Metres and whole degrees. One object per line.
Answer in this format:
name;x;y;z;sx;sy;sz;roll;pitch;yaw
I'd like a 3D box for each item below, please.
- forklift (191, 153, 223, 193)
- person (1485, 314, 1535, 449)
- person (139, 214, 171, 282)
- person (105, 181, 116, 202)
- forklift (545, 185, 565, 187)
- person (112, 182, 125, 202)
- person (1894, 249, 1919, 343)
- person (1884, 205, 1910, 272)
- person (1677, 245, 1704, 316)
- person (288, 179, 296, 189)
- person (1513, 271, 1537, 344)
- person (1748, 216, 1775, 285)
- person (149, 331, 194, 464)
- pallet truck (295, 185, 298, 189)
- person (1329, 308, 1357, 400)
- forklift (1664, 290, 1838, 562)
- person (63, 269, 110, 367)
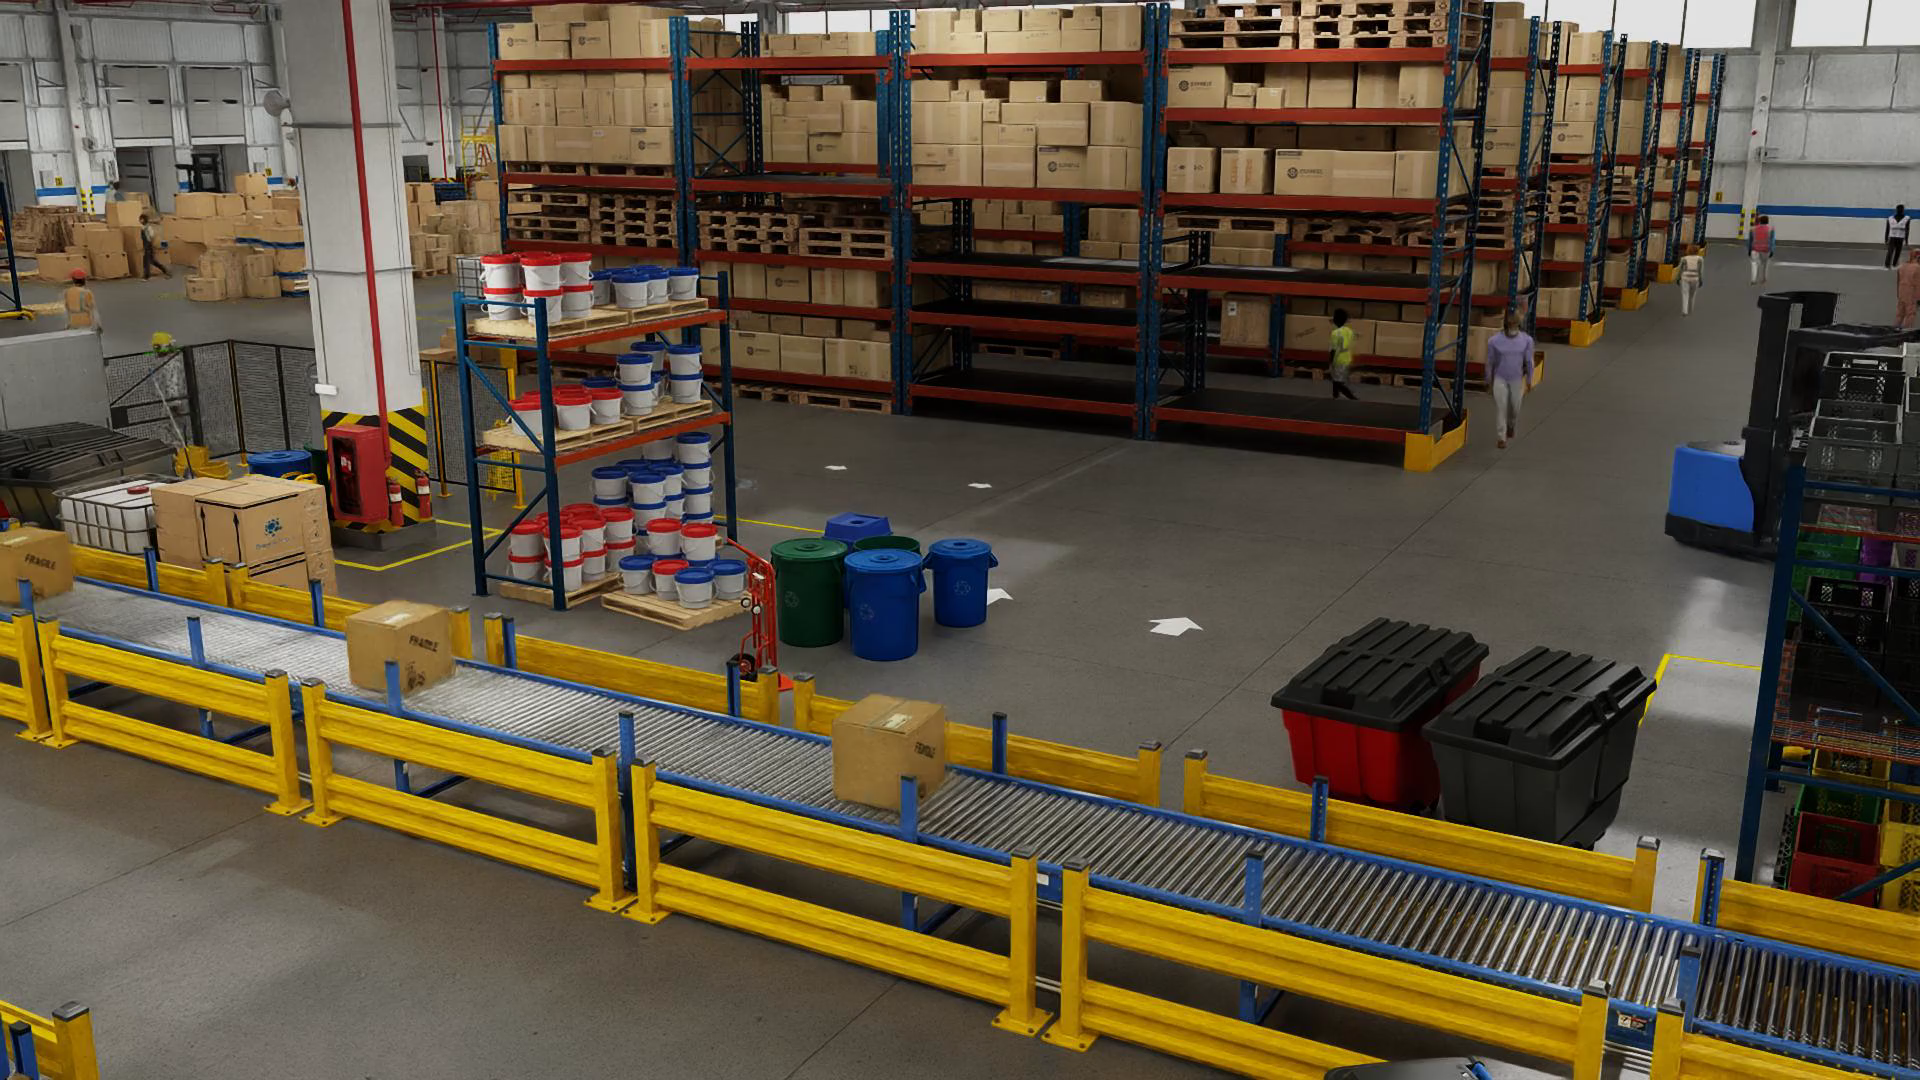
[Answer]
forklift;-27.852;-12.924;61.684;1.873;2.768;1.129;8;17;28
person;7.750;-2.270;23.510;0.650;1.909;0.658;4;16;16
person;-21.747;-7.866;44.717;0.810;1.819;0.518;-12;19;-38
person;-30.777;-12.100;60.477;0.661;1.892;0.819;0;15;-2
forklift;-15.579;-13.559;64.071;1.873;2.768;1.129;6;16;22
person;-30.003;-11.811;59.337;0.454;1.918;0.650;-3;15;-12
person;18.990;-4.856;33.224;0.410;1.907;0.642;-3;15;-11
person;26.683;-8.614;47.396;0.591;1.888;0.888;8;17;26
person;16.518;-5.878;37.657;0.530;1.596;0.851;5;16;18
person;-25.288;-12.796;63.210;1.013;1.826;0.597;-2;15;-6
person;10.153;-3.949;29.859;0.641;1.879;0.669;13;20;41
person;21.196;-7.665;43.987;0.653;1.791;0.971;11;18;35
person;-10.525;-1.885;22.225;0.425;1.813;0.615;-6;16;-22
pallet truck;-26.804;-14.617;69.738;1.885;1.965;0.823;-14;20;-42
person;5.948;-2.741;25.734;0.706;1.677;0.537;12;19;39
forklift;8.775;-1.241;17.766;1.129;2.768;1.873;-9;18;-32
person;-15.468;-3.855;29.473;0.571;1.890;0.984;4;15;14
